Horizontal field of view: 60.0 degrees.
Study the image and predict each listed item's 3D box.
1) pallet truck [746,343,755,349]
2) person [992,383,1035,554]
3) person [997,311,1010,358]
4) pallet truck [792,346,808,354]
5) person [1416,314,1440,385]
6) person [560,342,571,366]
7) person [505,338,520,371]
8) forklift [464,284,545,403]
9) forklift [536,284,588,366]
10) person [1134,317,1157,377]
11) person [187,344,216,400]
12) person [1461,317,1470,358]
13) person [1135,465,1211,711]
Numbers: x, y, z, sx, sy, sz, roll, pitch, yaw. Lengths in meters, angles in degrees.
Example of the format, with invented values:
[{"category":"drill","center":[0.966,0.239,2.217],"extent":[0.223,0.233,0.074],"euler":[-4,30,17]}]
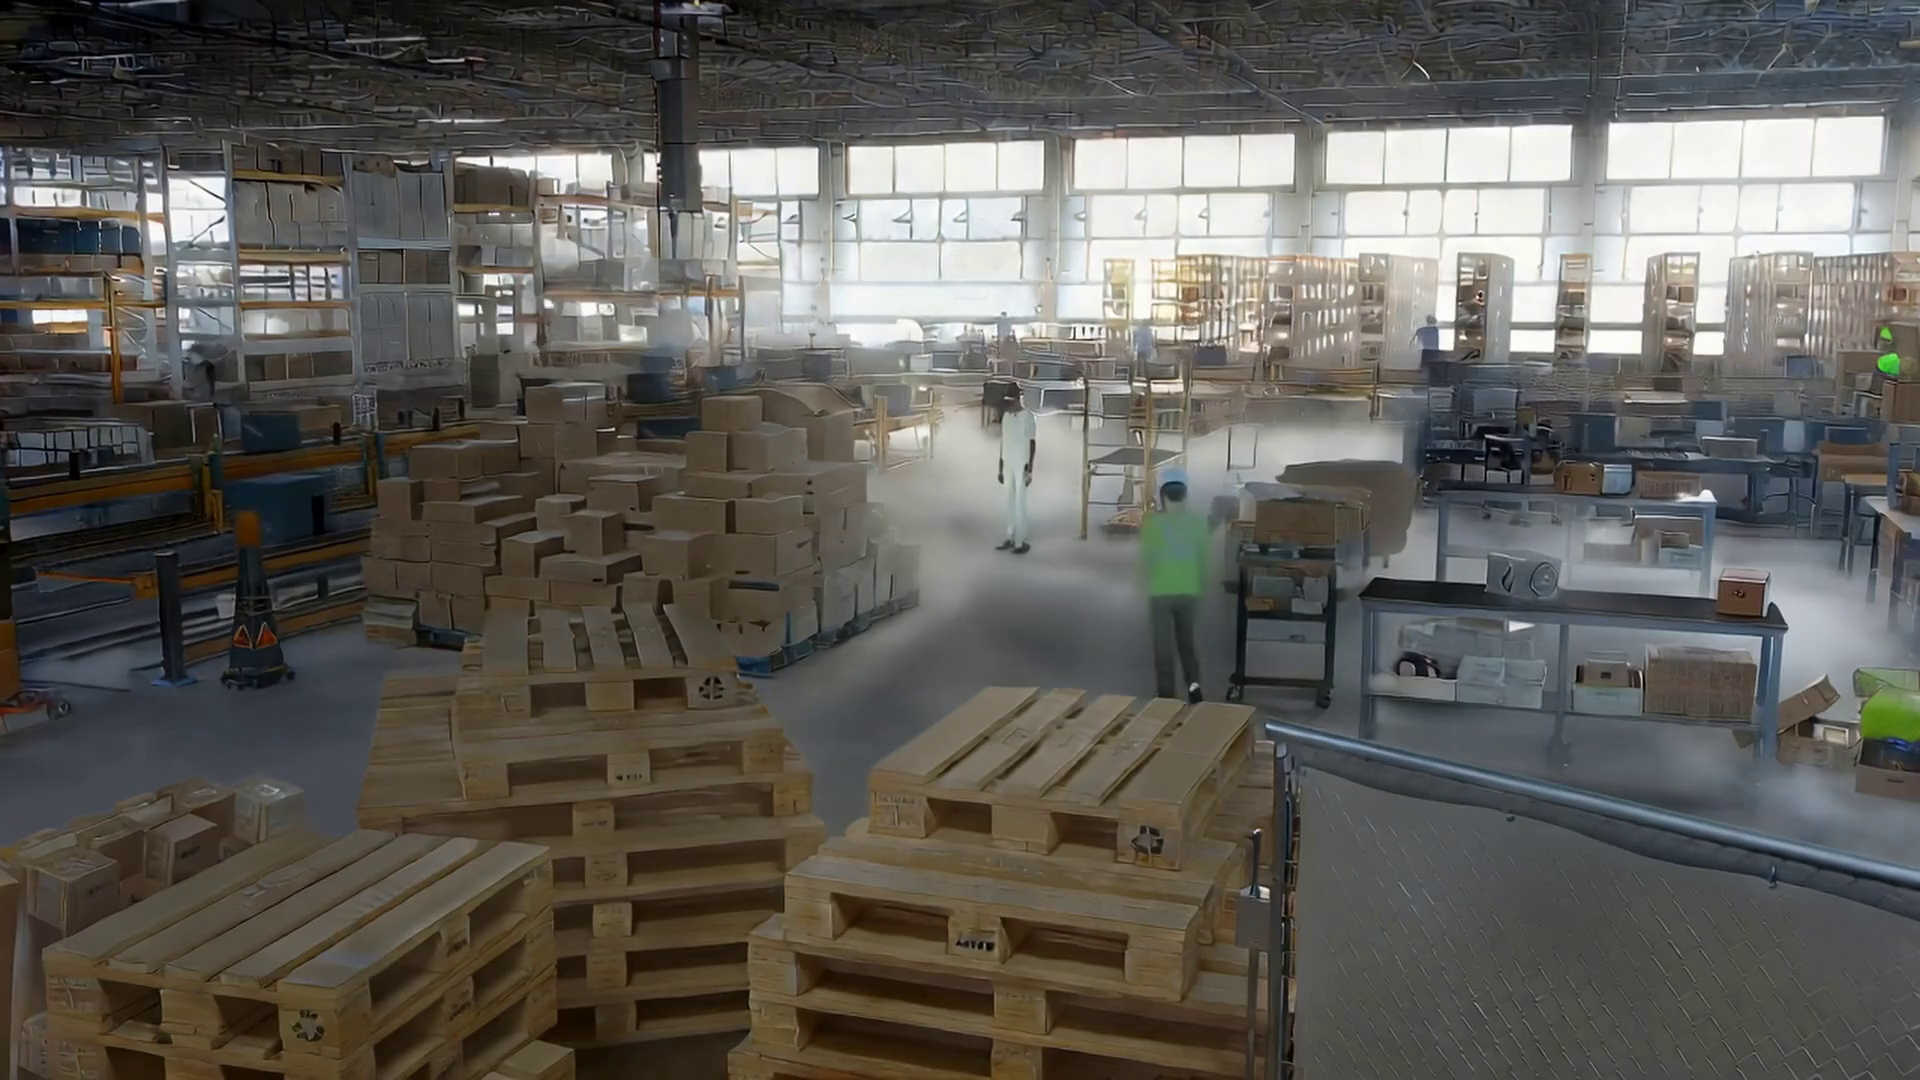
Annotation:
[{"category":"pallet truck","center":[-6.183,-4.618,44.264],"extent":[1.601,1.201,0.680],"euler":[-9,12,-43]},{"category":"person","center":[0.600,-0.786,18.185],"extent":[0.328,1.872,0.515],"euler":[-9,12,-43]},{"category":"person","center":[1.603,-7.504,60.798],"extent":[0.480,1.734,0.333],"euler":[-1,9,-7]},{"category":"pallet truck","center":[-3.705,-4.298,42.022],"extent":[0.653,1.274,1.630],"euler":[3,10,20]},{"category":"person","center":[12.882,-5.223,45.771],"extent":[0.640,1.945,0.986],"euler":[3,10,19]},{"category":"person","center":[-10.248,-4.610,43.029],"extent":[0.517,1.614,0.585],"euler":[8,12,42]},{"category":"person","center":[-9.903,-3.611,36.591],"extent":[0.879,1.643,0.550],"euler":[-5,10,-29]},{"category":"forklift","center":[-10.832,-4.702,39.610],"extent":[1.129,2.768,1.873],"euler":[3,10,20]},{"category":"forklift","center":[-11.081,-5.892,47.084],"extent":[1.129,2.768,1.873],"euler":[3,10,20]},{"category":"person","center":[5.241,-5.398,47.176],"extent":[0.637,1.855,0.964],"euler":[1,9,4]},{"category":"person","center":[-13.465,-2.567,29.527],"extent":[0.616,1.817,0.434],"euler":[4,10,24]},{"category":"person","center":[15.399,-5.926,50.640],"extent":[0.591,1.808,0.606],"euler":[4,10,23]},{"category":"person","center":[1.449,0.362,11.346],"extent":[0.538,1.743,0.401],"euler":[-2,9,-14]}]
